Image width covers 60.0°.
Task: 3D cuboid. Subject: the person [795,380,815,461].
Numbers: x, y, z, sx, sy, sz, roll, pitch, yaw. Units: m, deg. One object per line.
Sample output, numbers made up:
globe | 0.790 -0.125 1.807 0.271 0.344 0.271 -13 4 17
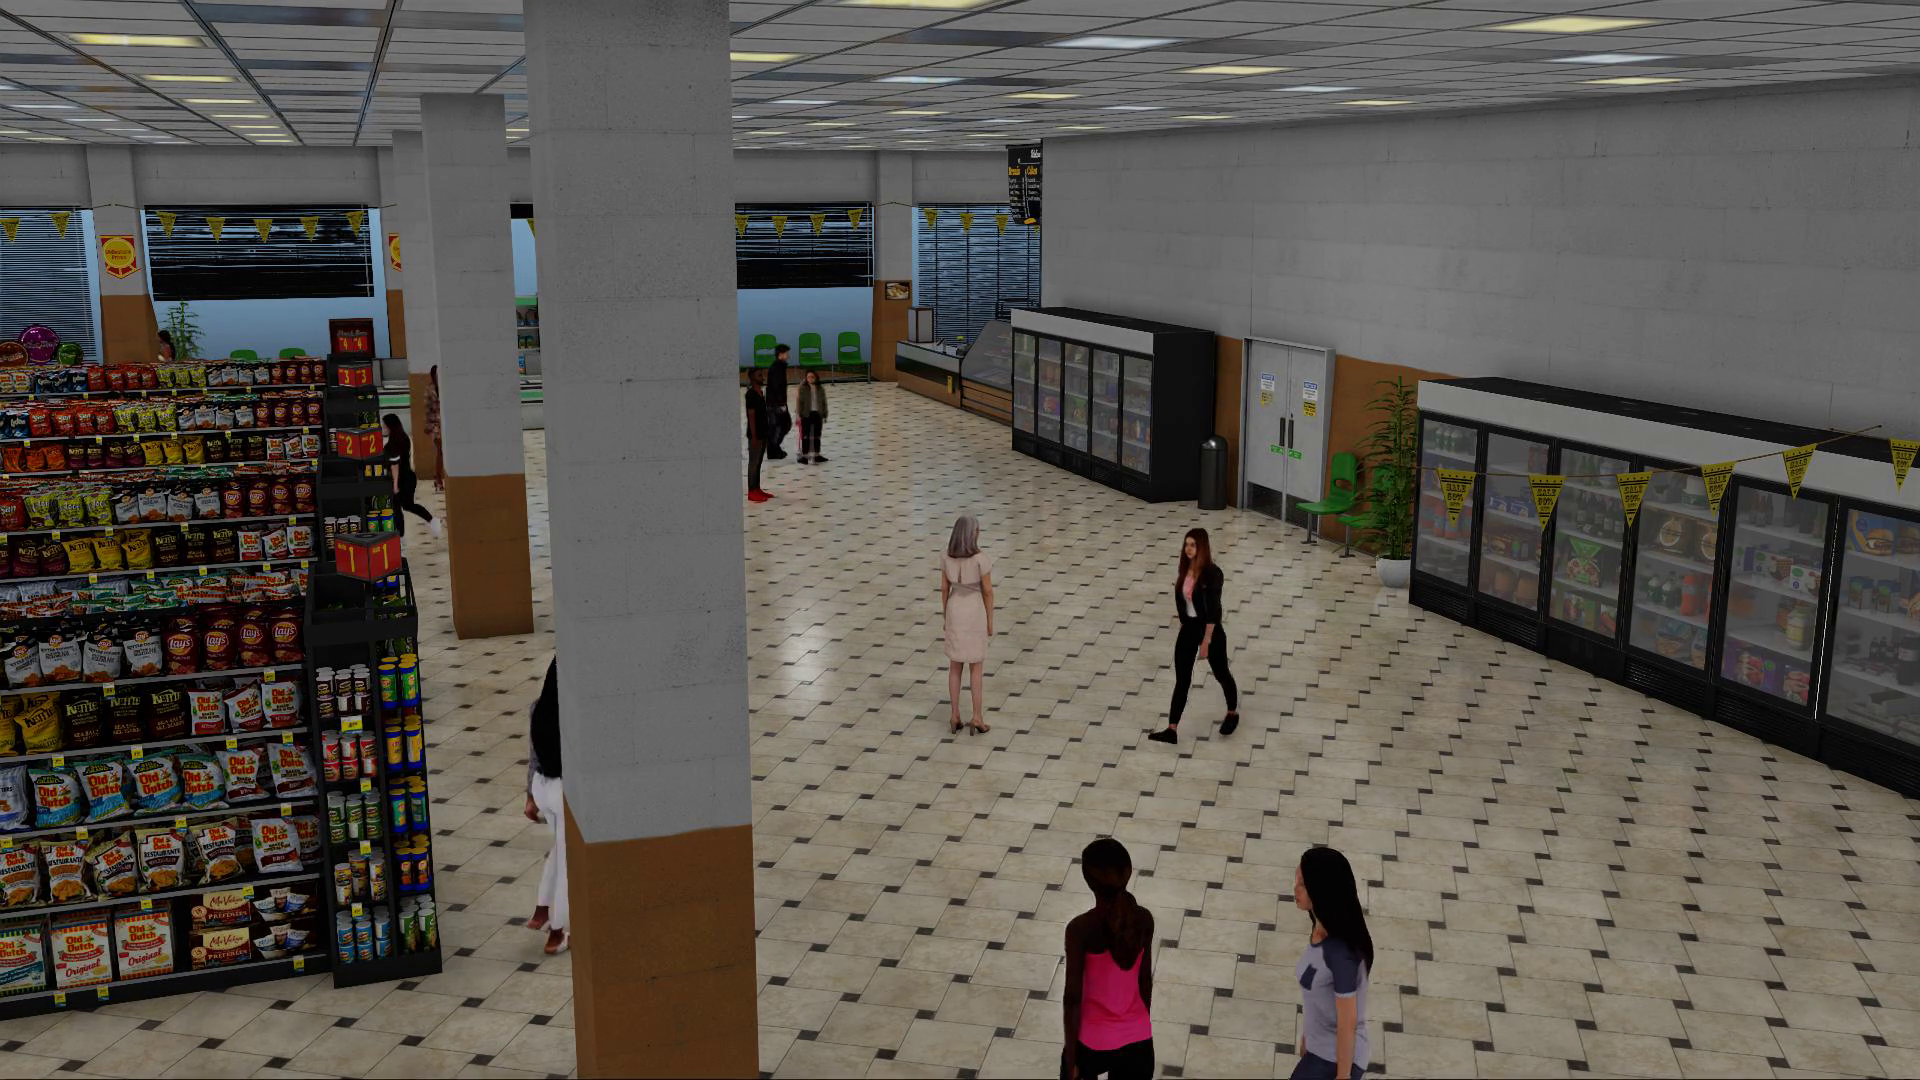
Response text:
person | -2.448 -1.872 26.034 0.607 1.262 0.670 4 12 17

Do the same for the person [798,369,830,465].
person | -2.263 -1.910 25.721 0.689 1.464 0.787 -3 12 -15

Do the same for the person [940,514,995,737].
person | 0.056 0.653 12.891 0.680 1.736 0.744 5 13 23

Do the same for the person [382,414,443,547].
person | -6.485 -0.677 19.518 1.086 1.607 0.915 2 12 10

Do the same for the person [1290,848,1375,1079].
person | 1.530 2.028 6.491 0.893 1.682 0.770 0 12 2

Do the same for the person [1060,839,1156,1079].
person | 0.622 2.022 6.465 0.743 1.704 0.684 -3 12 -12

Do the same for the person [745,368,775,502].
person | -2.782 -1.453 22.725 0.709 1.805 0.717 2 12 10

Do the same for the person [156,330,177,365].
person | -13.942 -2.852 29.541 0.991 1.733 0.635 -3 12 -14

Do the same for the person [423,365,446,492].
person | -7.349 -1.560 23.288 0.787 1.781 0.716 8 14 32

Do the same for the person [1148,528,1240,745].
person | 1.918 0.737 12.685 1.245 1.657 0.894 -10 15 -40

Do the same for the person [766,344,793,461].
person | -2.953 -2.143 25.979 0.796 1.814 0.840 0 12 -1
